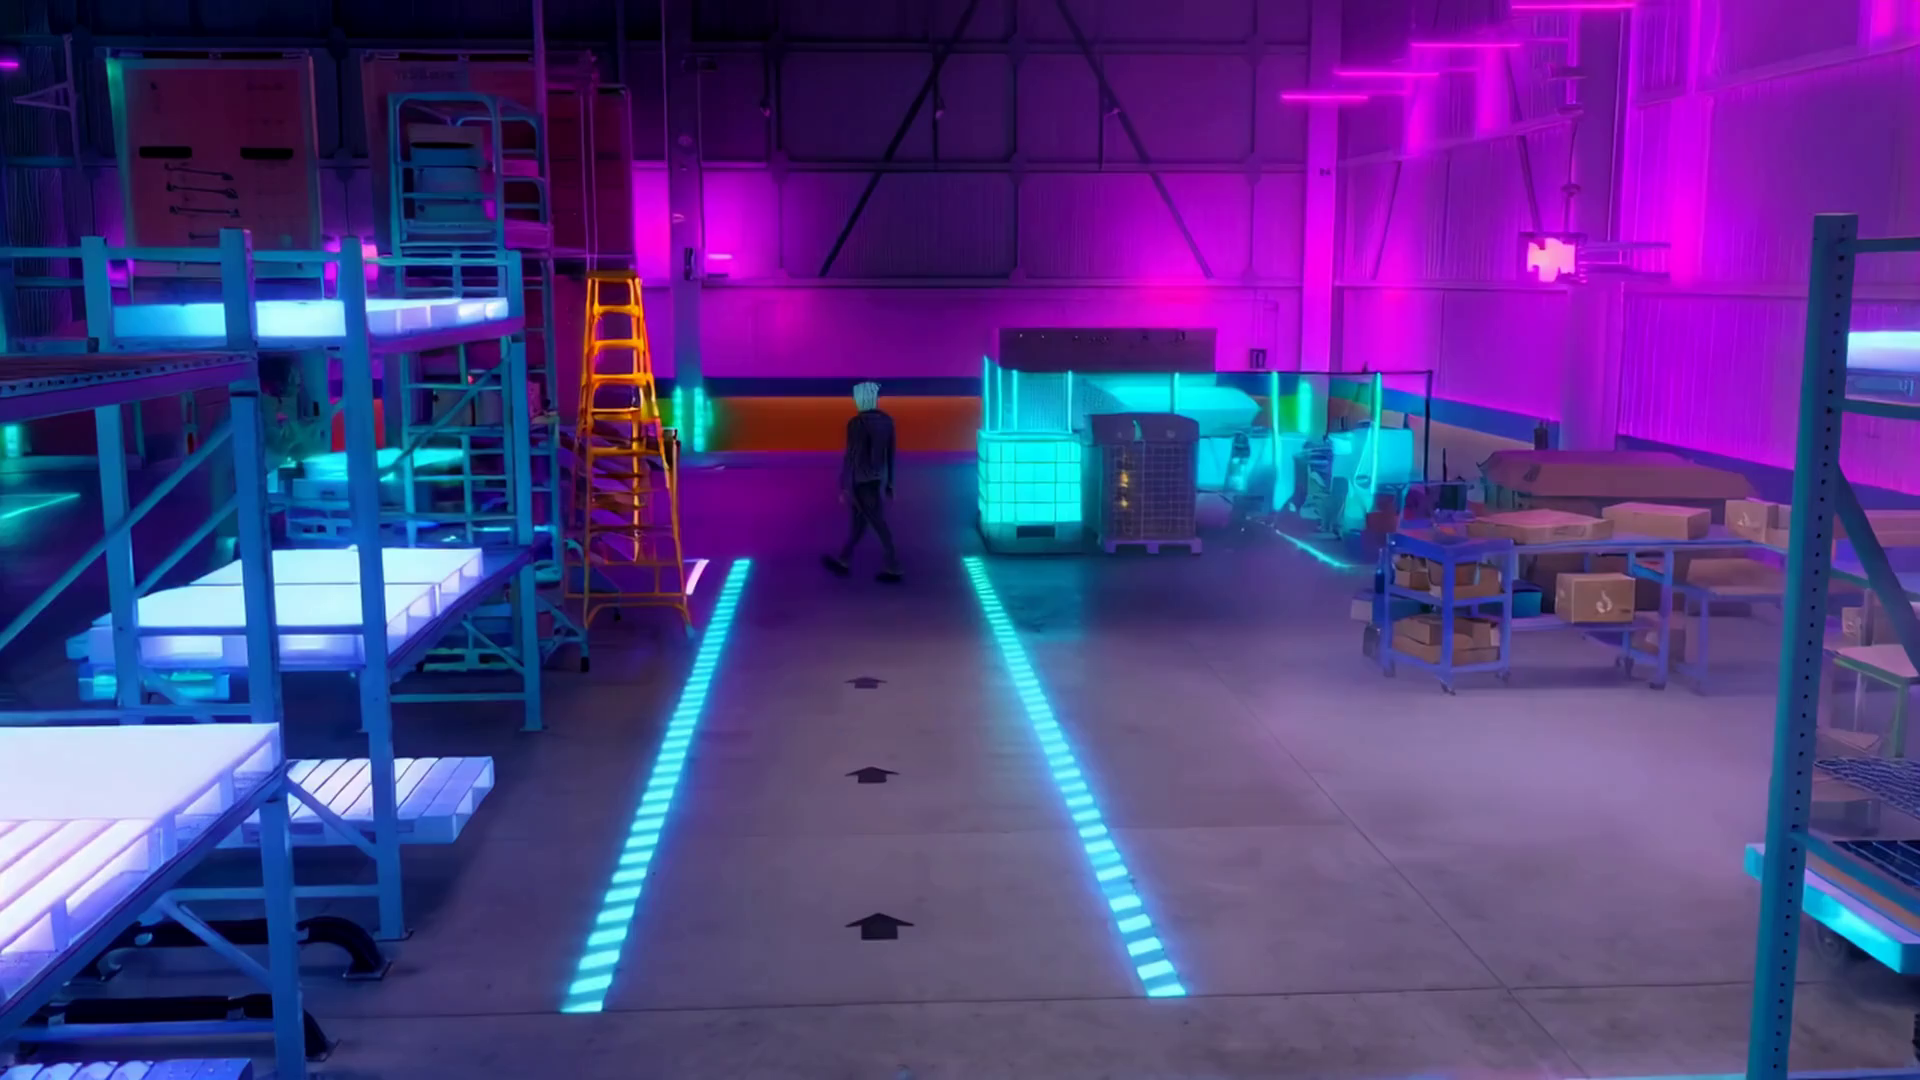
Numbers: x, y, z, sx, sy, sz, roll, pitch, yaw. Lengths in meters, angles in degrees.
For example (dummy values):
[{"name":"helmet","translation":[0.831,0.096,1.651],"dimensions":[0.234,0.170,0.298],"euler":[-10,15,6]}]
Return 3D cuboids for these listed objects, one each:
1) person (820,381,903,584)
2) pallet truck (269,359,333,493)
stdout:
[{"name":"person","translation":[-0.925,-0.542,15.645],"dimensions":[1.003,1.882,0.651],"euler":[5,10,30]},{"name":"pallet truck","translation":[-7.062,-1.131,18.996],"dimensions":[1.885,1.965,0.823],"euler":[2,9,13]}]
